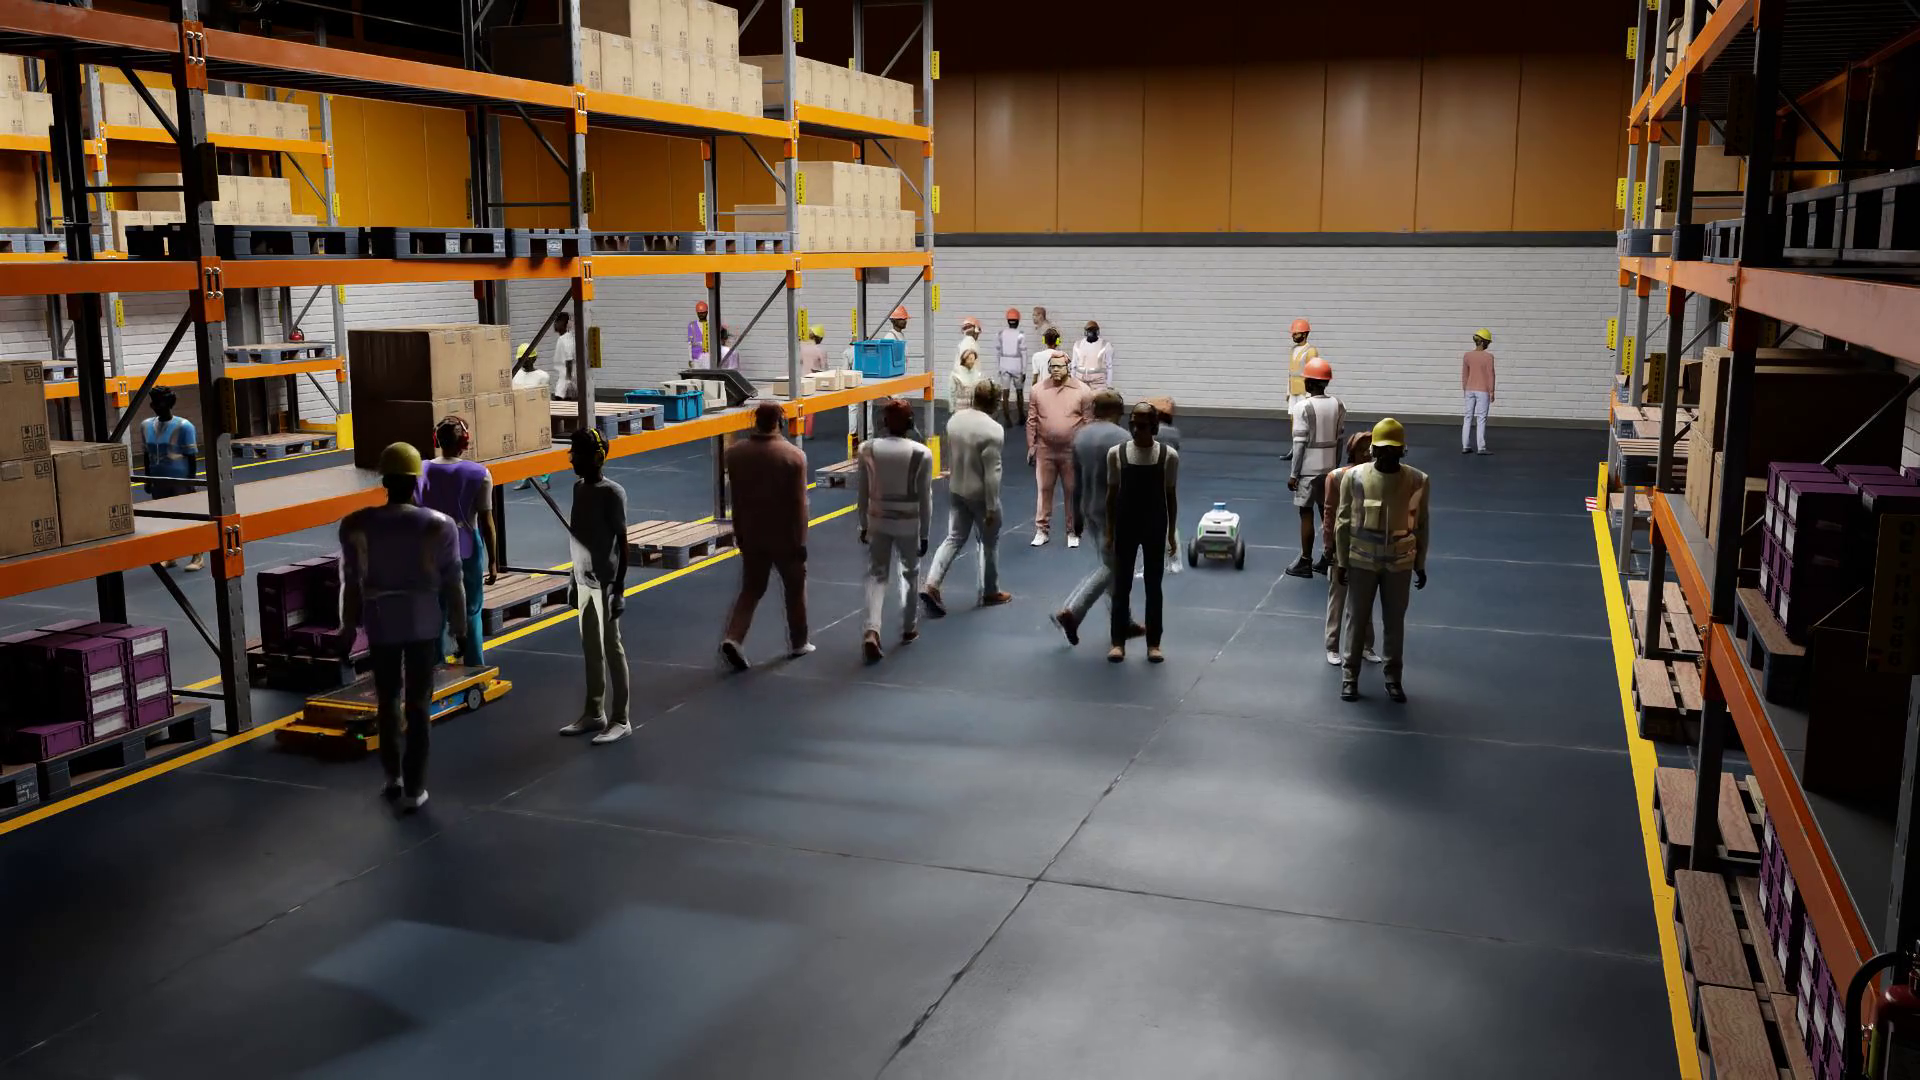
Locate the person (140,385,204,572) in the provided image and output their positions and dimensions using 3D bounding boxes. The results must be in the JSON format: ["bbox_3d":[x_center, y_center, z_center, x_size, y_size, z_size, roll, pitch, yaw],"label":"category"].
[{"bbox_3d":[-7.065,-0.547,14.913,0.545,1.690,0.322,2,10,13],"label":"person"}]

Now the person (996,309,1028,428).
[{"bbox_3d":[0.867,-2.772,26.843,0.553,1.905,0.834,3,10,15],"label":"person"}]

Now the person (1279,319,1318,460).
[{"bbox_3d":[4.563,-2.006,22.409,0.362,1.934,0.551,-4,11,-23],"label":"person"}]

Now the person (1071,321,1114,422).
[{"bbox_3d":[1.881,-2.211,23.887,0.643,1.848,0.429,4,11,23],"label":"person"}]

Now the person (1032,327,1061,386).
[{"bbox_3d":[1.180,-1.809,21.484,0.519,1.874,0.331,3,11,16],"label":"person"}]

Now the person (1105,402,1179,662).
[{"bbox_3d":[1.274,-0.054,11.683,0.506,1.842,0.342,1,10,6],"label":"person"}]

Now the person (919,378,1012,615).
[{"bbox_3d":[0.069,-0.343,13.200,0.652,1.887,0.952,9,14,43],"label":"person"}]

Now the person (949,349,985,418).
[{"bbox_3d":[0.072,-1.668,21.438,0.521,1.612,0.766,-5,11,-27],"label":"person"}]

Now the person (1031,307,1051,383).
[{"bbox_3d":[1.492,-3.030,28.339,0.566,1.891,0.639,1,10,6],"label":"person"}]

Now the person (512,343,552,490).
[{"bbox_3d":[-5.117,-1.456,19.800,0.533,1.765,0.330,3,10,15],"label":"person"}]

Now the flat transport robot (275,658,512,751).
[{"bbox_3d":[-3.457,0.985,10.256,0.652,0.197,1.431,4,11,19],"label":"flat transport robot"}]

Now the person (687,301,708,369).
[{"bbox_3d":[-4.514,-3.218,29.235,0.545,1.938,0.354,-1,10,-5],"label":"person"}]

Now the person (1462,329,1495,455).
[{"bbox_3d":[7.257,-2.066,23.252,0.326,1.760,0.524,-7,12,-35],"label":"person"}]

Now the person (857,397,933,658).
[{"bbox_3d":[-0.477,-0.092,11.889,0.572,1.855,0.913,1,10,7],"label":"person"}]

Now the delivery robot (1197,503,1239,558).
[{"bbox_3d":[2.379,-0.098,15.291,0.477,0.478,0.707,2,10,13],"label":"delivery robot"}]

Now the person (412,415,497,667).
[{"bbox_3d":[-3.263,0.124,10.707,0.564,1.836,0.379,1,10,3],"label":"person"}]

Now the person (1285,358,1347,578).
[{"bbox_3d":[3.125,-0.634,14.666,0.551,1.942,0.345,-5,11,-28],"label":"person"}]

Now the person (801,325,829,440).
[{"bbox_3d":[-2.227,-2.367,25.048,0.546,1.730,0.469,6,12,29],"label":"person"}]

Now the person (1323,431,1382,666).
[{"bbox_3d":[2.775,0.054,11.632,0.516,1.645,0.308,-2,10,-11],"label":"person"}]

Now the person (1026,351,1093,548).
[{"bbox_3d":[0.957,-0.874,16.121,0.655,1.906,0.407,2,10,12],"label":"person"}]

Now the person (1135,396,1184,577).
[{"bbox_3d":[1.772,-0.458,14.670,0.356,1.602,0.588,8,13,38],"label":"person"}]

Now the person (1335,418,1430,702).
[{"bbox_3d":[2.706,0.129,10.672,0.586,1.835,0.404,1,10,7],"label":"person"}]

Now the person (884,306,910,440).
[{"bbox_3d":[-0.904,-2.390,24.271,0.387,2.045,0.605,2,10,13],"label":"person"}]

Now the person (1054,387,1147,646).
[{"bbox_3d":[1.022,-0.166,12.221,0.846,1.890,0.664,-7,12,-35],"label":"person"}]

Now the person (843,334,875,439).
[{"bbox_3d":[-1.461,-2.251,24.332,0.488,1.743,0.321,1,10,6],"label":"person"}]

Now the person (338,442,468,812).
[{"bbox_3d":[-2.897,0.440,8.698,0.627,1.906,0.612,-2,10,-10],"label":"person"}]

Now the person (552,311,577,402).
[{"bbox_3d":[-5.957,-2.517,25.288,0.873,1.940,0.614,-3,11,-18],"label":"person"}]

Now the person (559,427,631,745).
[{"bbox_3d":[-2.152,0.266,9.801,0.511,1.872,0.329,9,13,41],"label":"person"}]

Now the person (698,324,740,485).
[{"bbox_3d":[-2.885,-1.681,20.444,0.792,1.988,0.478,7,12,35],"label":"person"}]

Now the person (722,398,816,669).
[{"bbox_3d":[-1.350,-0.046,11.591,0.650,1.879,0.894,4,11,23],"label":"person"}]

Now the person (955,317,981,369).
[{"bbox_3d":[0.106,-2.048,22.630,0.503,1.944,0.734,-3,10,-15],"label":"person"}]
